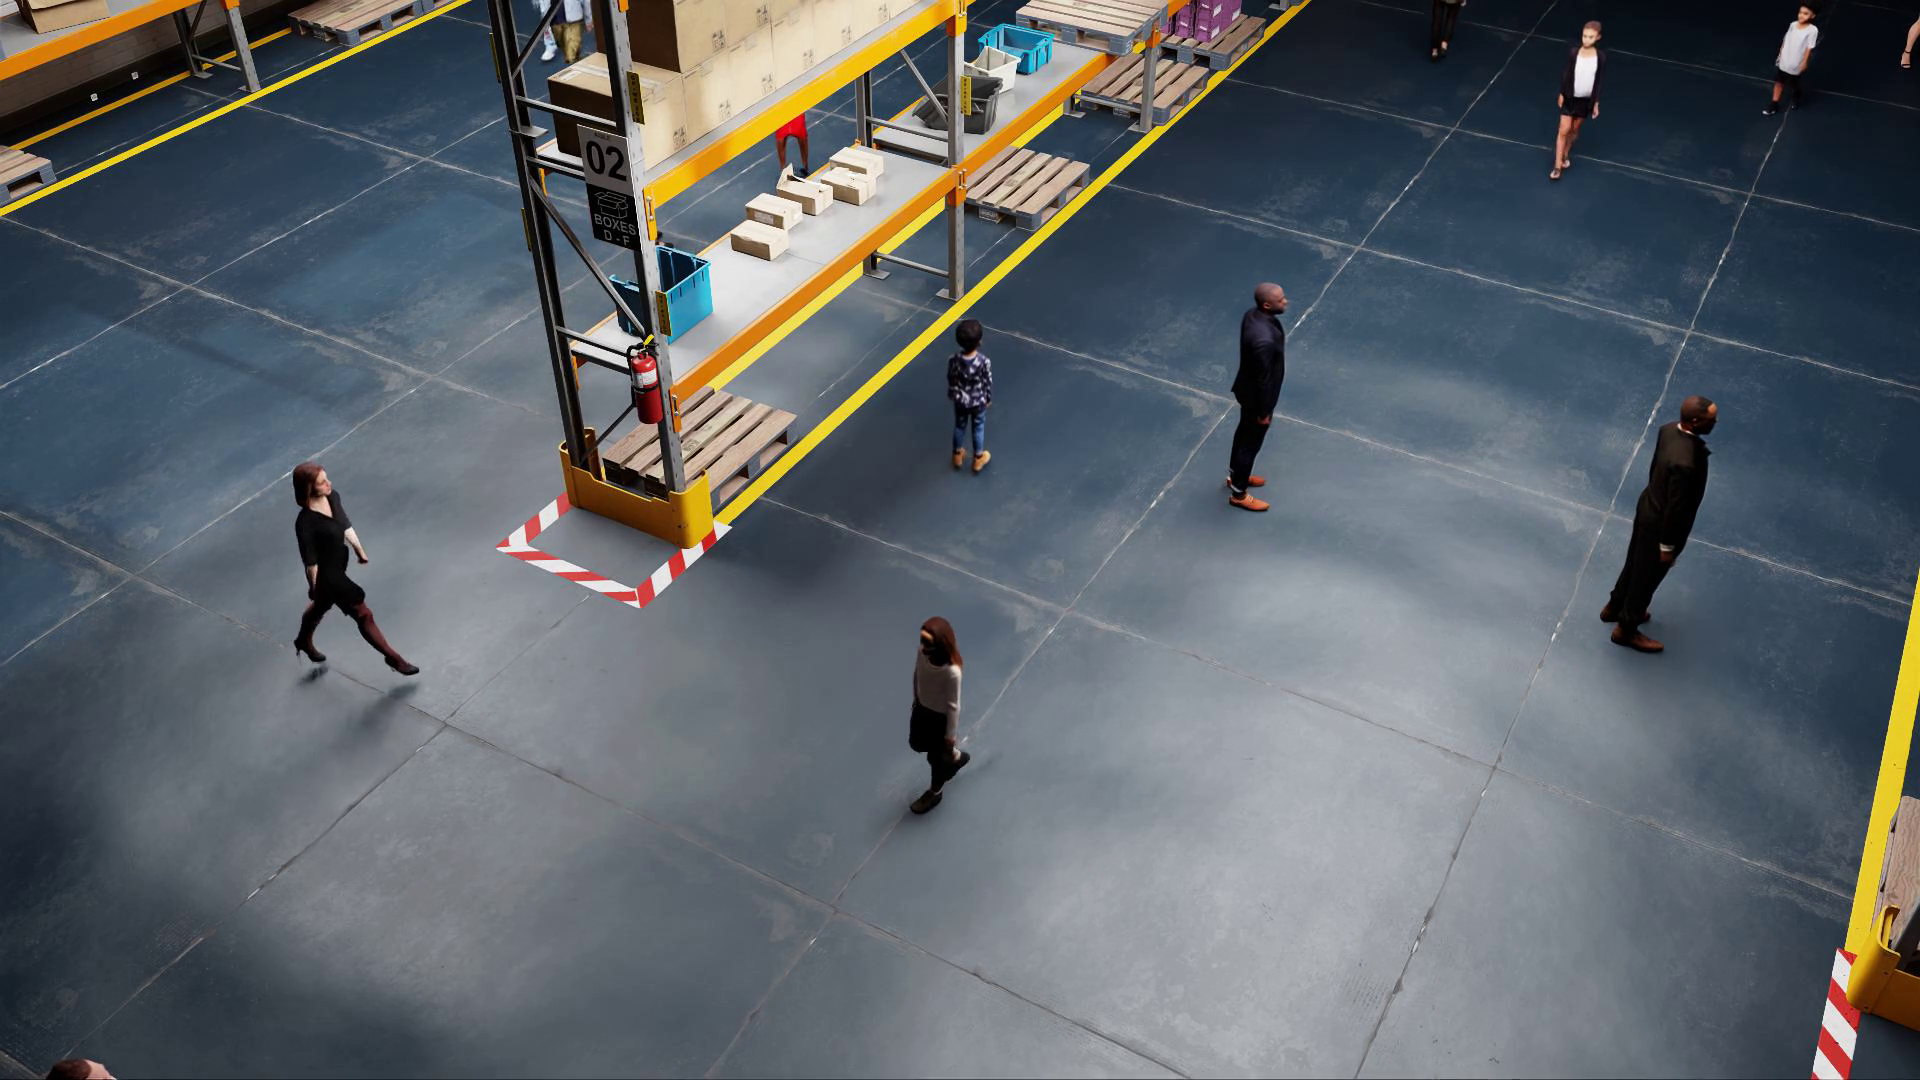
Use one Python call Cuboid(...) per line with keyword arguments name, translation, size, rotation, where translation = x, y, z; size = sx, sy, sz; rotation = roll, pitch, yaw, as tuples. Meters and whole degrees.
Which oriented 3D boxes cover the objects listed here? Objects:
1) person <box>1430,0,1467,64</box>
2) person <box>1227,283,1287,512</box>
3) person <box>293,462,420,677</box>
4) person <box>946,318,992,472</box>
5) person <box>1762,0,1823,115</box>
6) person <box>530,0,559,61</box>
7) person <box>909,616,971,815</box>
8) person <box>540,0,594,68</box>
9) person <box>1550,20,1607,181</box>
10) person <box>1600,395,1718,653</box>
Cuboid(name="person", translation=(5.453, -6.060, 18.605), size=(0.680, 1.470, 0.700), rotation=(9, 39, 11))
Cuboid(name="person", translation=(2.146, -1.061, 12.066), size=(0.842, 1.818, 0.705), rotation=(3, 39, 3))
Cuboid(name="person", translation=(-4.086, 0.217, 10.597), size=(0.957, 1.654, 1.091), rotation=(3, 39, 3))
Cuboid(name="person", translation=(0.070, -1.100, 12.572), size=(0.531, 1.247, 0.514), rotation=(12, 40, 14))
Cuboid(name="person", translation=(8.869, -5.133, 17.622), size=(0.797, 1.248, 0.652), rotation=(-24, 45, -27))
Cuboid(name="person", translation=(-4.692, -6.423, 18.765), size=(0.877, 1.838, 1.191), rotation=(10, 40, 12))
Cuboid(name="person", translation=(-0.096, 0.984, 9.778), size=(0.790, 1.478, 0.693), rotation=(-27, 46, -30))
Cuboid(name="person", translation=(-4.151, -5.510, 17.676), size=(0.950, 1.769, 1.273), rotation=(7, 39, 9))
Cuboid(name="person", translation=(6.141, -4.417, 16.497), size=(0.692, 1.533, 0.932), rotation=(9, 39, 11))
Cuboid(name="person", translation=(4.565, -0.129, 10.830), size=(0.830, 1.905, 0.691), rotation=(5, 39, 6))
